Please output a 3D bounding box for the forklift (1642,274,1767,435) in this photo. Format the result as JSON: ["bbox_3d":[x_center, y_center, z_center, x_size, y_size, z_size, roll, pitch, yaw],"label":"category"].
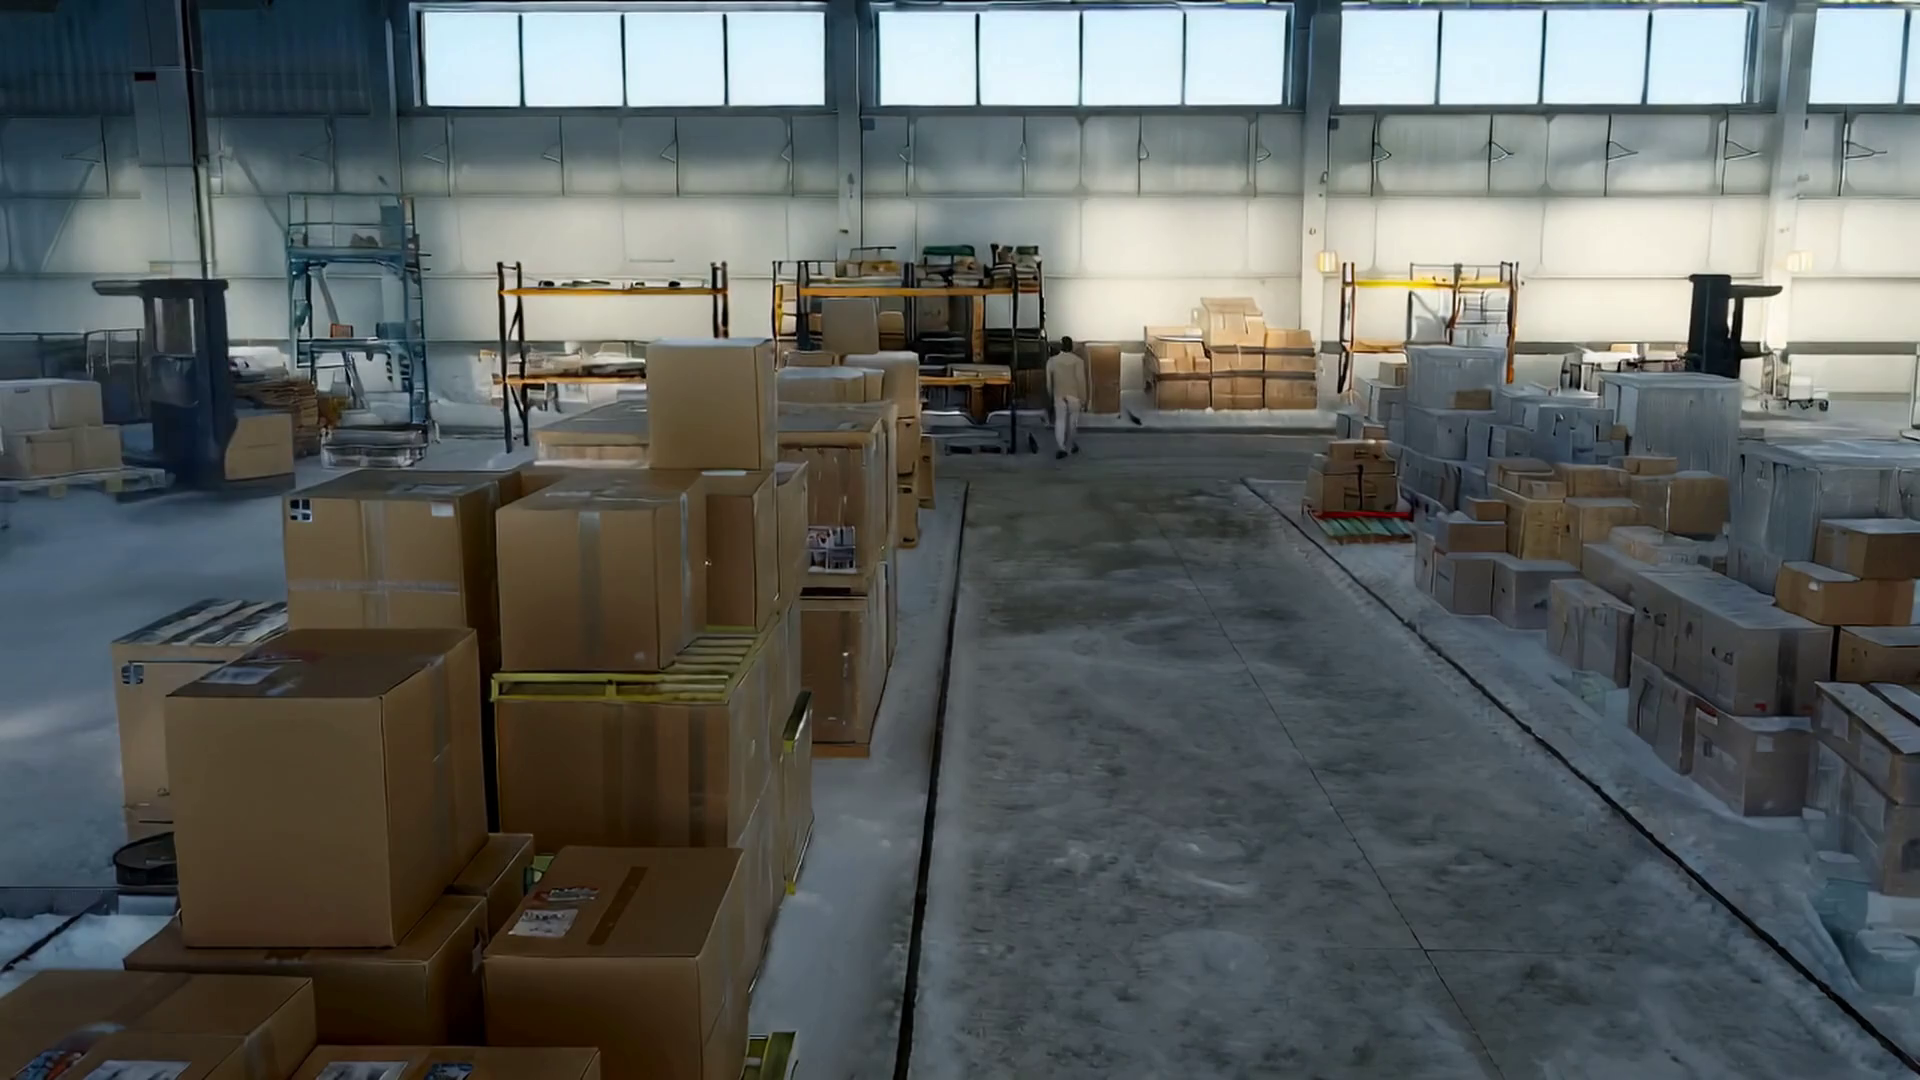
[{"bbox_3d":[13.100,-3.274,29.247,1.873,2.768,1.129,0,9,1],"label":"forklift"}]

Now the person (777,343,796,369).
[{"bbox_3d":[-2.438,-1.780,23.202,0.862,1.900,0.548,-3,10,-17],"label":"person"}]

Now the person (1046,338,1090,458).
[{"bbox_3d":[1.686,-2.225,26.035,0.691,1.862,1.061,2,10,11],"label":"person"}]

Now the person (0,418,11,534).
[{"bbox_3d":[-10.881,-0.996,18.608,0.342,1.881,0.582,-4,10,-20],"label":"person"}]

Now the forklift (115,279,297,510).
[{"bbox_3d":[-9.571,-1.901,21.024,1.129,2.768,1.873,6,11,32],"label":"forklift"}]
